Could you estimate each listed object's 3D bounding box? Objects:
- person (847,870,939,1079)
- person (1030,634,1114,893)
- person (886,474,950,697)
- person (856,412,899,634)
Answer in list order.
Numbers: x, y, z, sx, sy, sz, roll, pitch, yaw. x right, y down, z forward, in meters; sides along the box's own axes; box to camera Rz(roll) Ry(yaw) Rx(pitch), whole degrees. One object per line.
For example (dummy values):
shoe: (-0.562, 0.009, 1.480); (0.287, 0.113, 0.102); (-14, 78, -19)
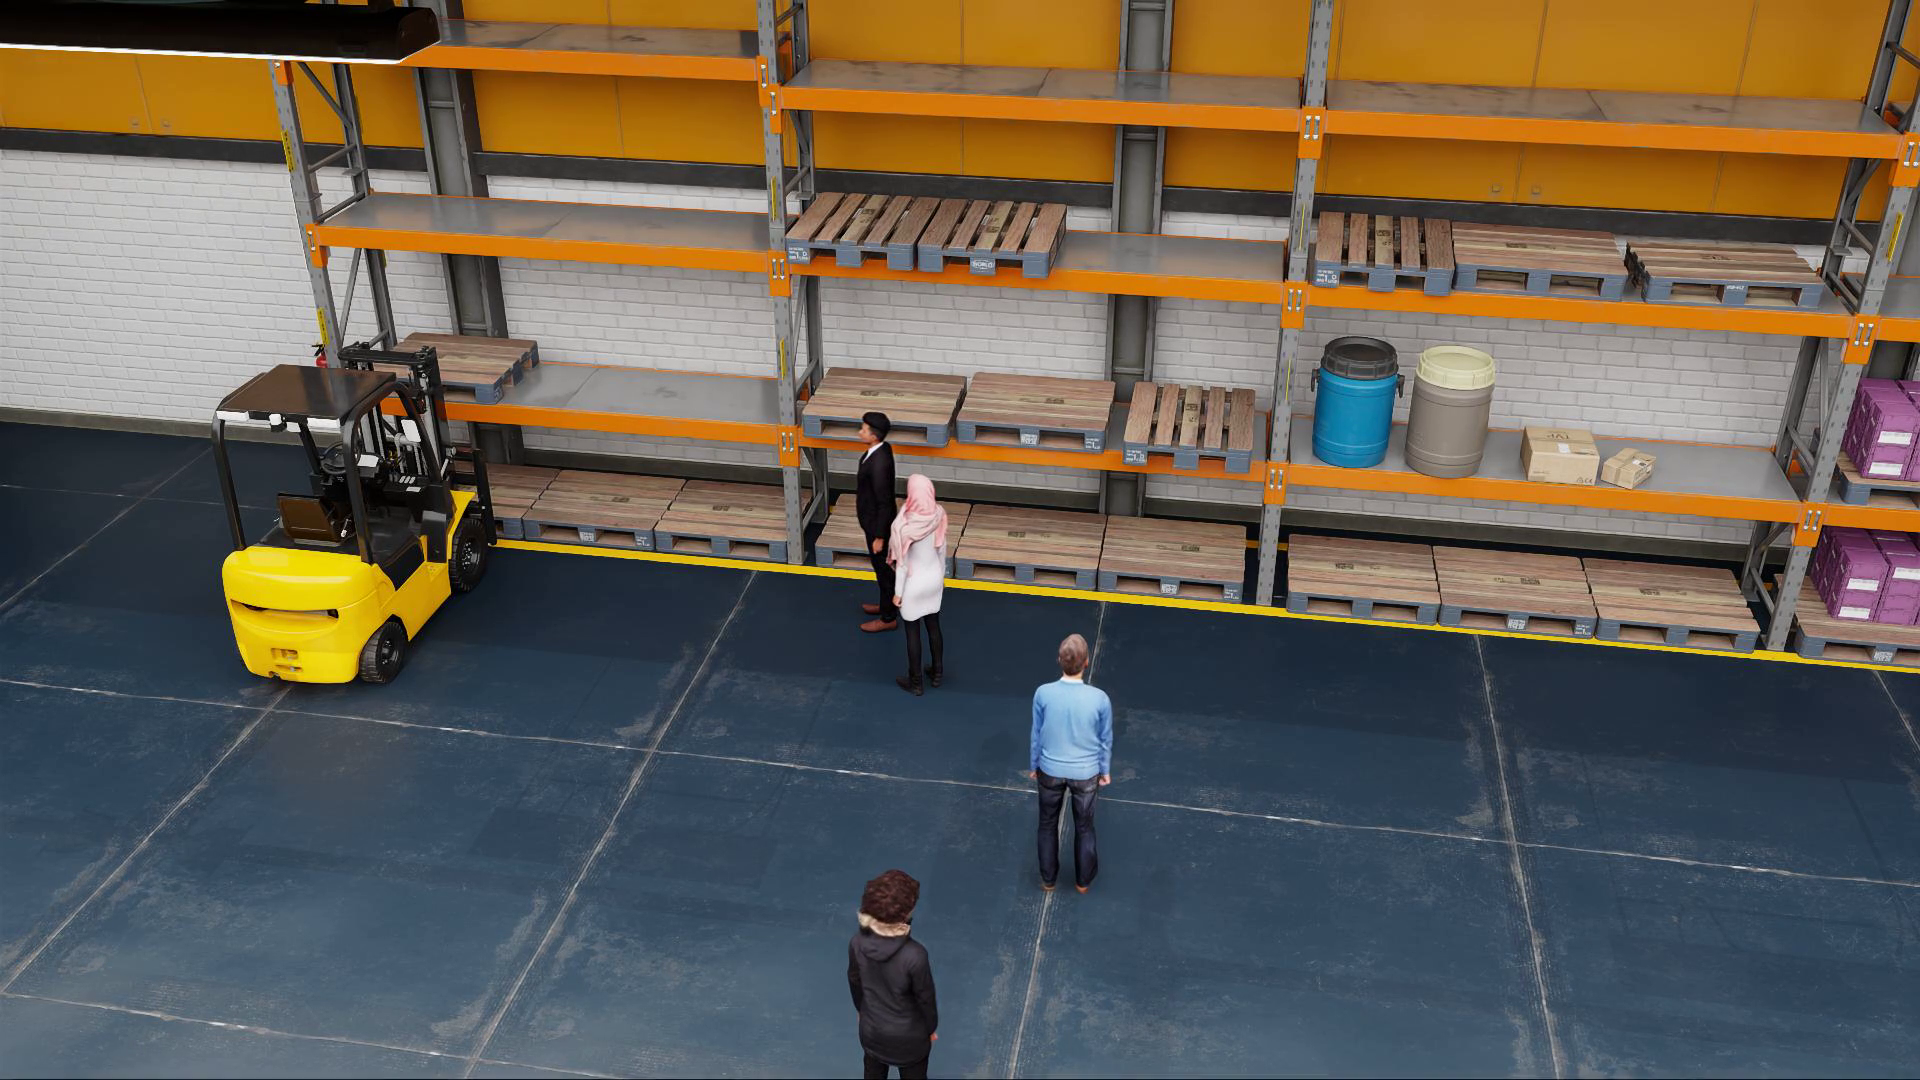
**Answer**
person: (-0.331, 2.440, 8.439); (0.603, 1.775, 0.732); (11, 31, 19)
person: (0.676, 1.391, 10.317); (0.481, 1.817, 0.713); (4, 29, 8)
person: (-0.290, 0.324, 12.287); (0.737, 1.804, 0.797); (-19, 34, -30)
person: (-0.615, -0.112, 13.102); (0.609, 1.789, 0.729); (0, 29, 0)
